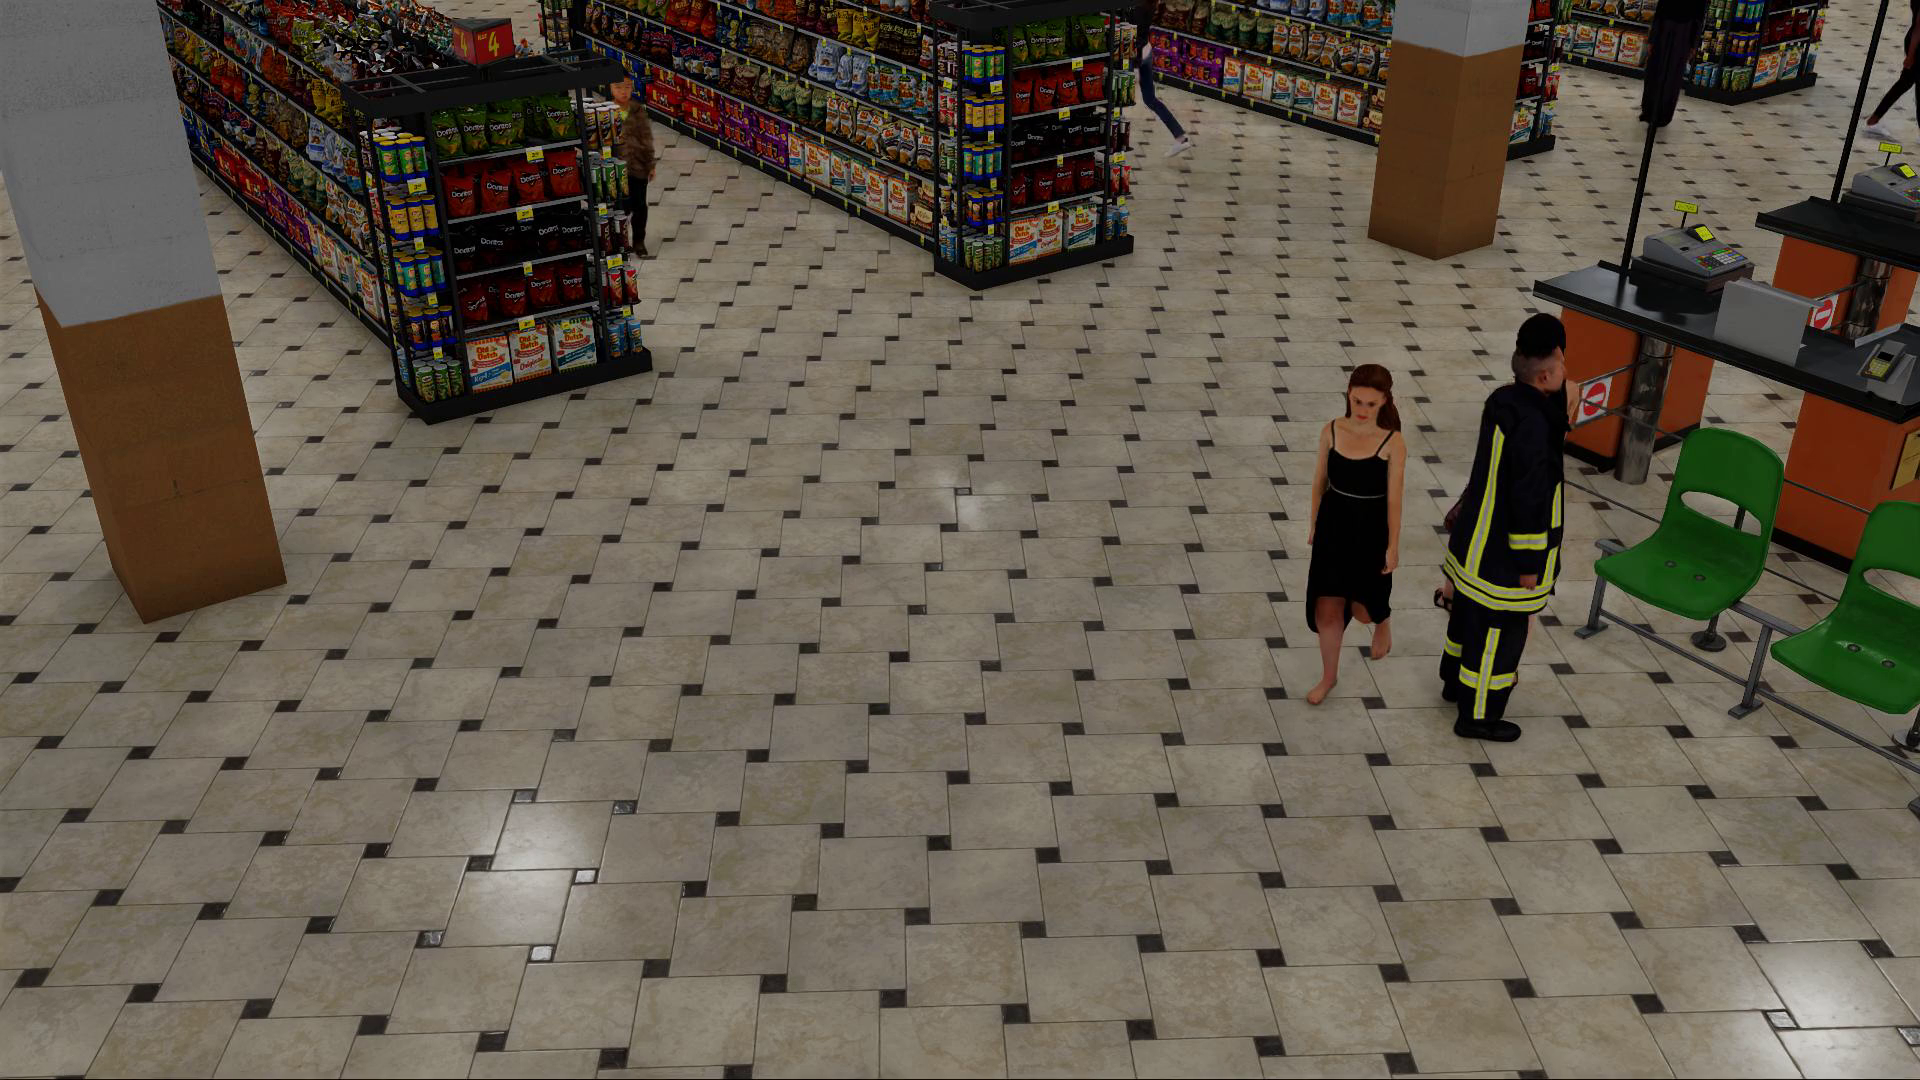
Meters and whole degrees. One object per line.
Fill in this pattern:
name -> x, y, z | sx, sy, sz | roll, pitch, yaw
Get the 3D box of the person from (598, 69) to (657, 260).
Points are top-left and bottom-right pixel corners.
person -> -2.552, -2.878, 12.699 | 0.616, 1.446, 0.632 | -13, 31, -22

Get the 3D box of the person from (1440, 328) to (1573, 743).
person -> 2.313, -0.031, 7.055 | 0.935, 1.857, 0.850 | 1, 29, 2

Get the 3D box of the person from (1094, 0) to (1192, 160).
person -> 1.672, -4.217, 14.836 | 1.268, 1.749, 1.095 | 9, 30, 16

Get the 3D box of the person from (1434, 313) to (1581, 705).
person -> 2.483, -0.094, 7.304 | 0.986, 1.730, 1.188 | -2, 29, -3

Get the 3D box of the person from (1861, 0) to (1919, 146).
person -> 8.904, -4.586, 15.561 | 1.089, 1.702, 0.847 | 19, 34, 31

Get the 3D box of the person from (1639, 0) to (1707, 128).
person -> 6.840, -4.768, 15.995 | 0.833, 1.606, 0.859 | 13, 31, 22

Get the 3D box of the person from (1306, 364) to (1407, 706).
person -> 1.781, -0.051, 7.350 | 0.838, 1.611, 0.812 | 18, 33, 29
